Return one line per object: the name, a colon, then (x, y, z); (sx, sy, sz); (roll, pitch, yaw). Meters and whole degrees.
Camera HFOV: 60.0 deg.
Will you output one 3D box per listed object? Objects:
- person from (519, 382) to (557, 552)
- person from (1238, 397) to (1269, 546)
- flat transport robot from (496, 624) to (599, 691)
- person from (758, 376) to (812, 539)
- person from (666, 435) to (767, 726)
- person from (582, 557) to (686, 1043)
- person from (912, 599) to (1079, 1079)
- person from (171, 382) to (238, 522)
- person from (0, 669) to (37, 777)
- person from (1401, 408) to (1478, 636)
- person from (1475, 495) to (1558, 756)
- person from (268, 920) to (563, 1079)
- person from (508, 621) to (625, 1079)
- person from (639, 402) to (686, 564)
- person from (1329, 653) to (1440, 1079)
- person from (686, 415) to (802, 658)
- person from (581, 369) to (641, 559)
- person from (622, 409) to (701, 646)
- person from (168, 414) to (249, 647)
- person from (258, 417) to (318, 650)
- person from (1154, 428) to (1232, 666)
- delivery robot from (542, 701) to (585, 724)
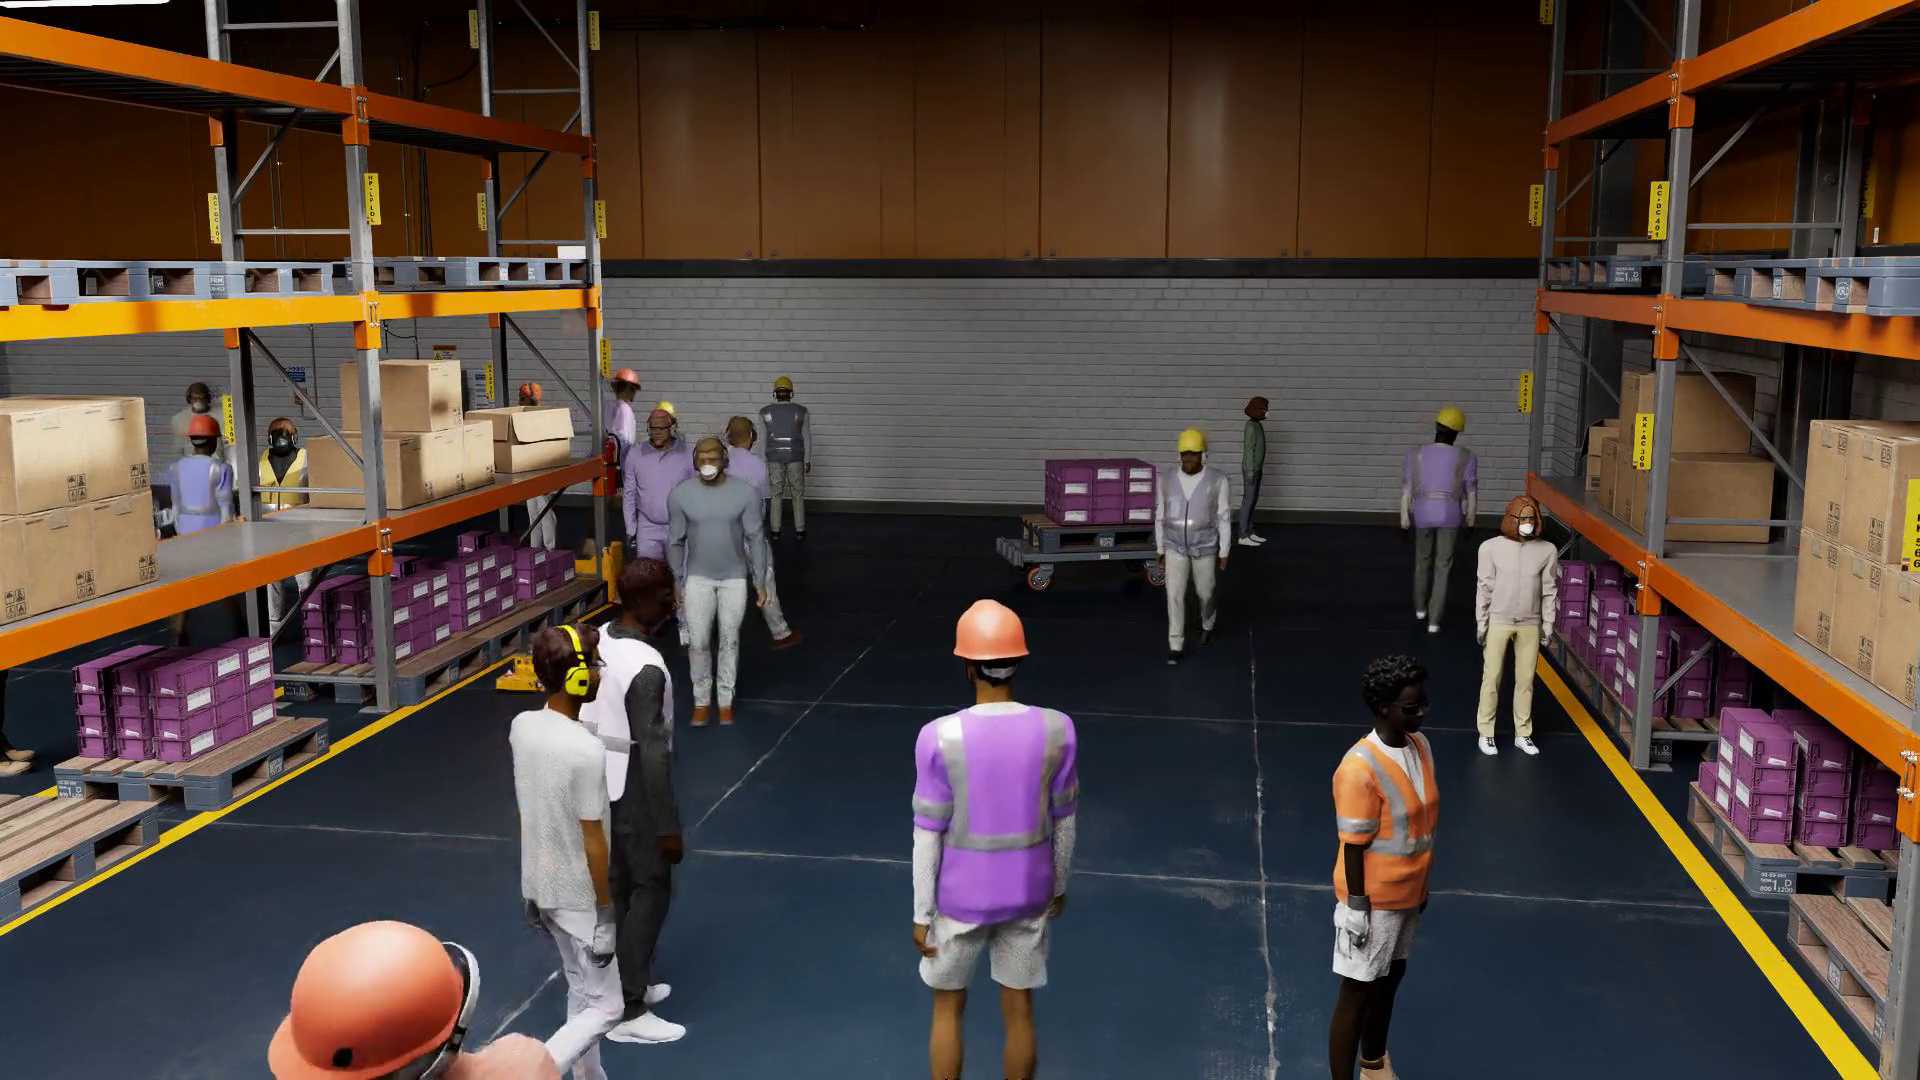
person: (-4.234, -0.633, 16.630); (0.353, 1.886, 0.573); (-8, 12, -41)
person: (3.214, -0.753, 18.171); (0.270, 1.627, 0.501); (3, 10, 20)
flat transport robot: (-2.852, 0.861, 12.378); (0.652, 0.197, 1.431); (1, 9, 8)
person: (-1.942, -0.910, 18.532); (0.586, 1.823, 0.403); (-1, 9, -3)
person: (-1.583, 0.283, 10.879); (0.653, 1.925, 0.546); (-1, 9, -8)
person: (-1.296, 1.005, 6.534); (0.405, 1.892, 0.627); (-5, 11, -30)
person: (0.110, 1.150, 5.488); (0.564, 1.934, 0.388); (-2, 9, -12)
person: (-7.702, -0.693, 17.047); (0.642, 1.884, 1.054); (-2, 9, -12)
person: (-5.754, 0.481, 9.882); (0.330, 1.844, 0.520); (-4, 10, -22)
person: (3.987, -0.168, 13.867); (0.591, 1.854, 0.995); (4, 10, 25)
person: (3.426, 0.529, 10.272); (0.493, 1.625, 0.281); (0, 9, 3)
person: (-0.857, 1.568, 2.864); (0.374, 1.963, 0.712); (4, 10, 21)
person: (-1.338, 1.187, 5.520); (0.528, 1.850, 0.662); (9, 13, 44)
person: (-2.897, -0.498, 16.307); (0.489, 1.711, 0.667); (-3, 10, -21)
person: (1.476, 1.222, 5.770); (0.316, 1.695, 0.542); (8, 12, 40)
person: (-1.735, -0.024, 12.944); (0.632, 1.884, 0.994); (7, 12, 38)
person: (-3.500, -0.776, 17.279); (1.064, 1.961, 0.680); (-5, 11, -29)
person: (-2.356, -0.095, 13.250); (0.654, 1.904, 0.406); (-1, 9, -4)
person: (-5.909, -0.037, 12.995); (0.547, 1.881, 1.014); (1, 9, 4)
person: (-5.321, -0.049, 13.157); (0.627, 1.846, 0.429); (-1, 9, -9)
person: (1.799, 0.021, 12.838); (0.603, 1.805, 0.837); (3, 10, 18)
delivery robot: (-2.329, 1.044, 10.090); (0.477, 0.478, 0.707); (-1, 9, -4)
